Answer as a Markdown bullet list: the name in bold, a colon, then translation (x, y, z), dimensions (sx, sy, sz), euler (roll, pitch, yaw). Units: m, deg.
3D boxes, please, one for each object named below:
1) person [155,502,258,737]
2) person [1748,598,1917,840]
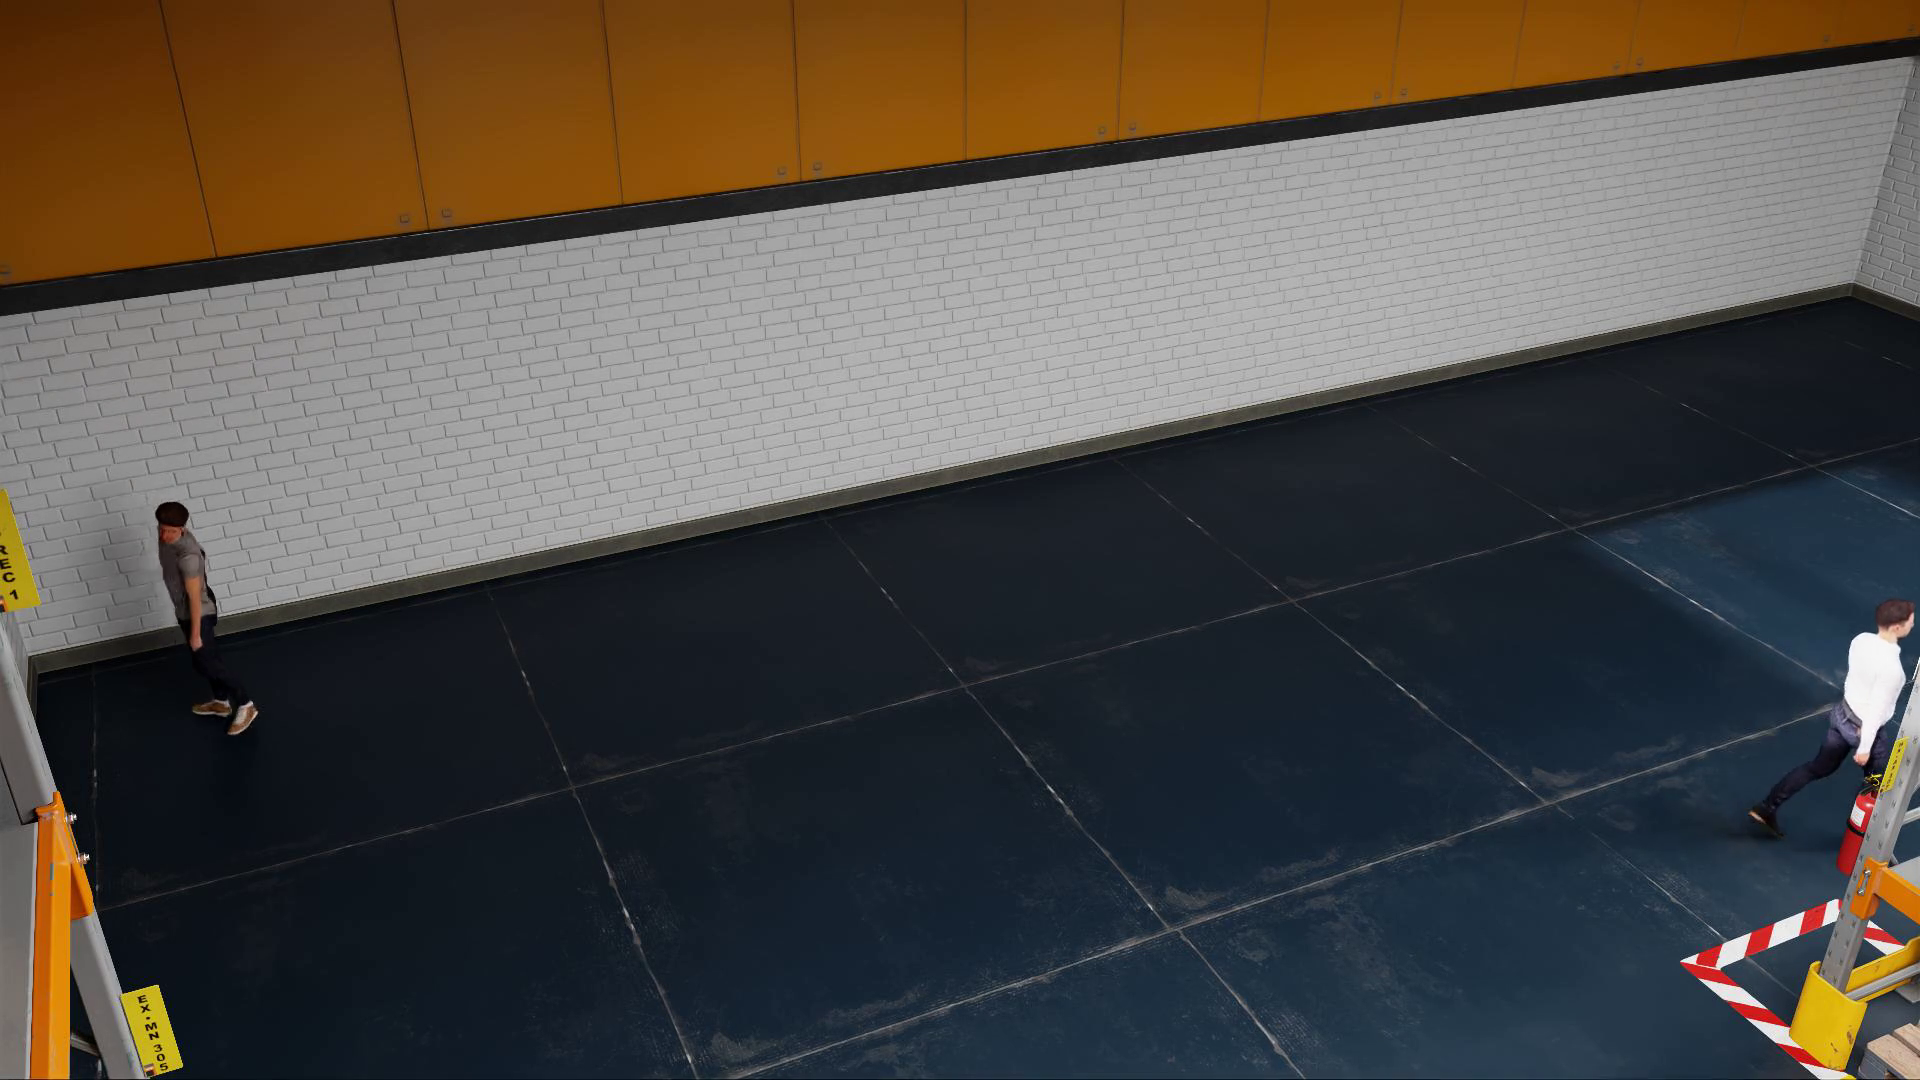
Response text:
- **person**: translation (-5.451, 0.495, 11.823), dimensions (0.849, 1.859, 0.619), euler (-9, 30, -16)
- **person**: translation (5.616, 1.180, 10.577), dimensions (1.048, 1.849, 1.224), euler (0, 29, 0)
